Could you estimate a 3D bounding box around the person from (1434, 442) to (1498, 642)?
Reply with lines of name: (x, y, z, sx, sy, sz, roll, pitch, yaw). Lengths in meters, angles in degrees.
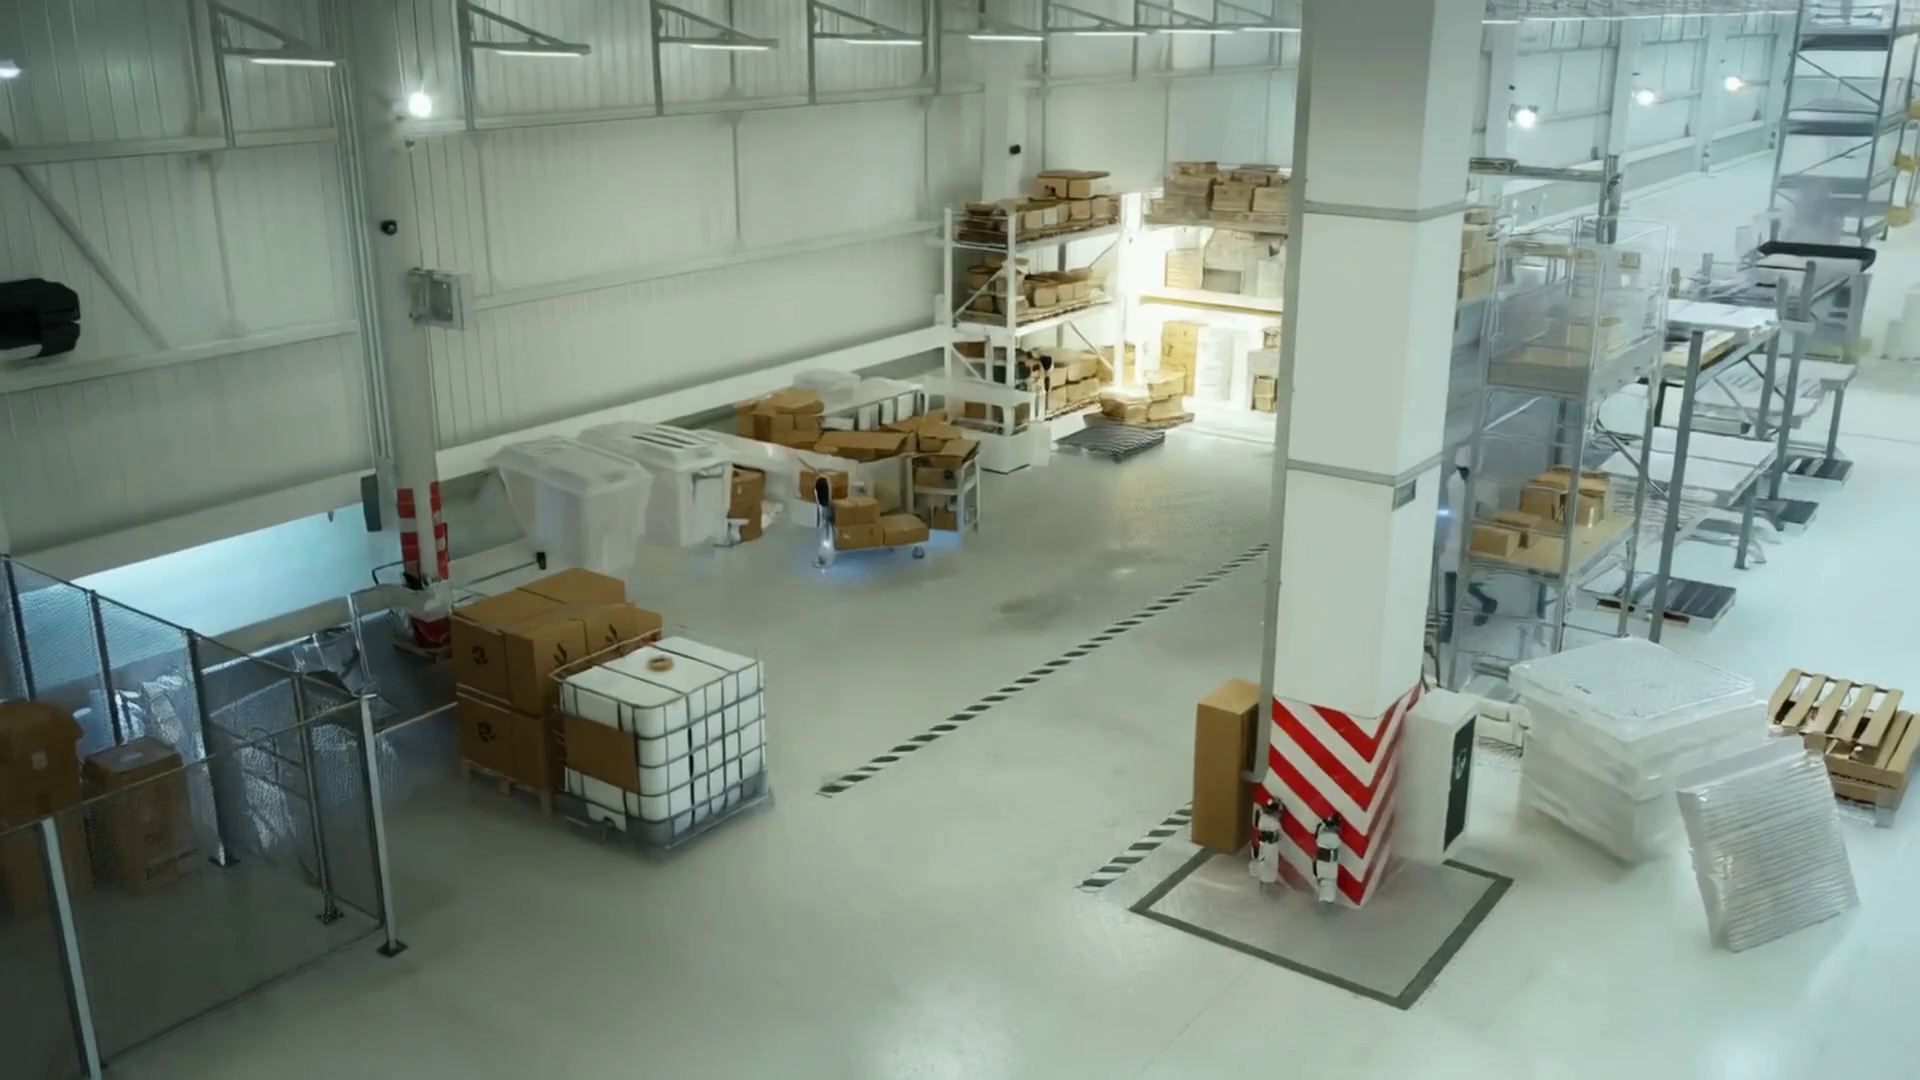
person: (4.627, 0.005, 15.131, 0.585, 1.914, 0.569, -12, 21, -31)

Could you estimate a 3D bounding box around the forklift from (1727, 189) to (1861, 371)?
forklift: (13.127, -4.028, 25.947, 1.873, 2.768, 1.129, 13, 22, 34)
